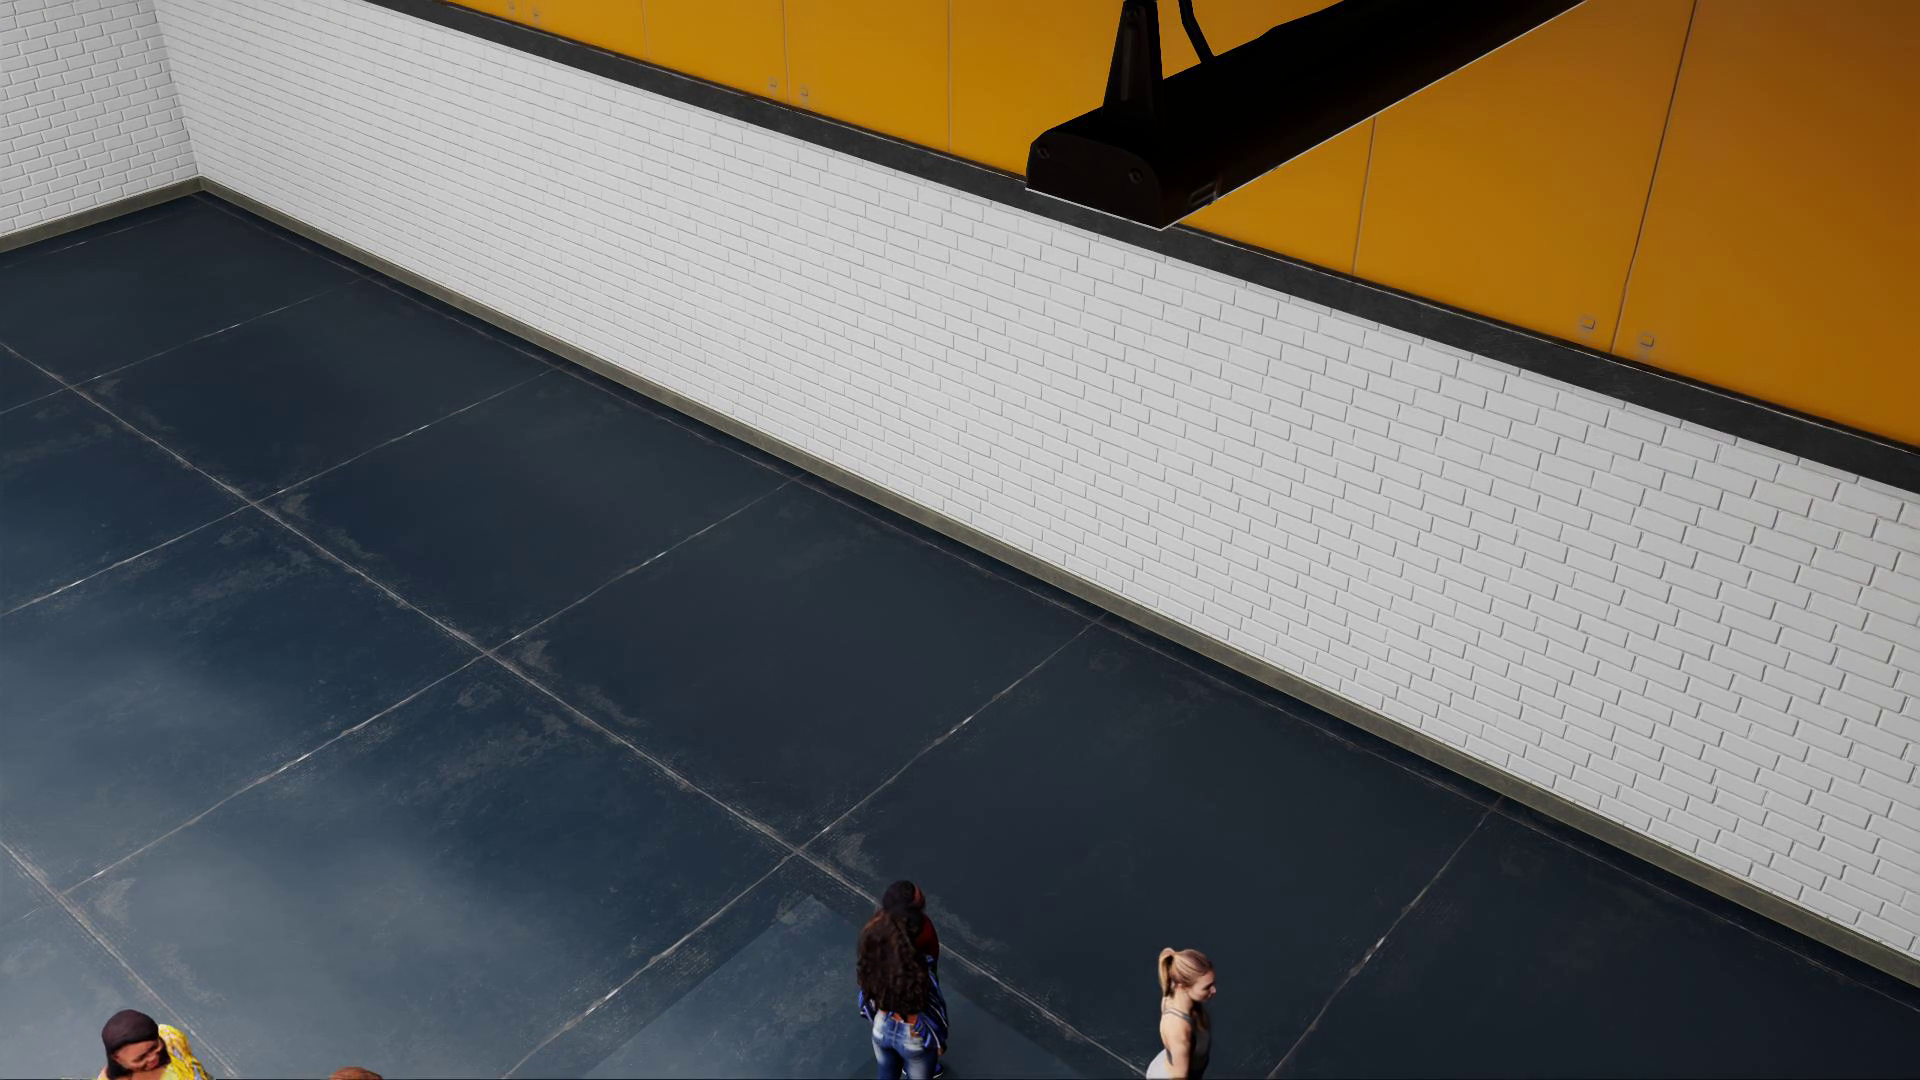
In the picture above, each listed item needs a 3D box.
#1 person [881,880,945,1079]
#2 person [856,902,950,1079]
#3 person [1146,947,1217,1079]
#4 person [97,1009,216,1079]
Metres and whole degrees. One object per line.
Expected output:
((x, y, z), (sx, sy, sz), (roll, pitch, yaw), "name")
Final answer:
((-0.260, 2.156, 8.279), (0.631, 1.254, 0.590), (-9, 35, -13), "person")
((-0.260, 2.288, 7.745), (0.641, 1.624, 0.600), (18, 37, 25), "person")
((0.944, 2.455, 7.420), (0.699, 1.706, 0.611), (3, 34, 5), "person")
((-3.475, 2.602, 7.255), (0.870, 1.643, 0.781), (13, 36, 19), "person")
